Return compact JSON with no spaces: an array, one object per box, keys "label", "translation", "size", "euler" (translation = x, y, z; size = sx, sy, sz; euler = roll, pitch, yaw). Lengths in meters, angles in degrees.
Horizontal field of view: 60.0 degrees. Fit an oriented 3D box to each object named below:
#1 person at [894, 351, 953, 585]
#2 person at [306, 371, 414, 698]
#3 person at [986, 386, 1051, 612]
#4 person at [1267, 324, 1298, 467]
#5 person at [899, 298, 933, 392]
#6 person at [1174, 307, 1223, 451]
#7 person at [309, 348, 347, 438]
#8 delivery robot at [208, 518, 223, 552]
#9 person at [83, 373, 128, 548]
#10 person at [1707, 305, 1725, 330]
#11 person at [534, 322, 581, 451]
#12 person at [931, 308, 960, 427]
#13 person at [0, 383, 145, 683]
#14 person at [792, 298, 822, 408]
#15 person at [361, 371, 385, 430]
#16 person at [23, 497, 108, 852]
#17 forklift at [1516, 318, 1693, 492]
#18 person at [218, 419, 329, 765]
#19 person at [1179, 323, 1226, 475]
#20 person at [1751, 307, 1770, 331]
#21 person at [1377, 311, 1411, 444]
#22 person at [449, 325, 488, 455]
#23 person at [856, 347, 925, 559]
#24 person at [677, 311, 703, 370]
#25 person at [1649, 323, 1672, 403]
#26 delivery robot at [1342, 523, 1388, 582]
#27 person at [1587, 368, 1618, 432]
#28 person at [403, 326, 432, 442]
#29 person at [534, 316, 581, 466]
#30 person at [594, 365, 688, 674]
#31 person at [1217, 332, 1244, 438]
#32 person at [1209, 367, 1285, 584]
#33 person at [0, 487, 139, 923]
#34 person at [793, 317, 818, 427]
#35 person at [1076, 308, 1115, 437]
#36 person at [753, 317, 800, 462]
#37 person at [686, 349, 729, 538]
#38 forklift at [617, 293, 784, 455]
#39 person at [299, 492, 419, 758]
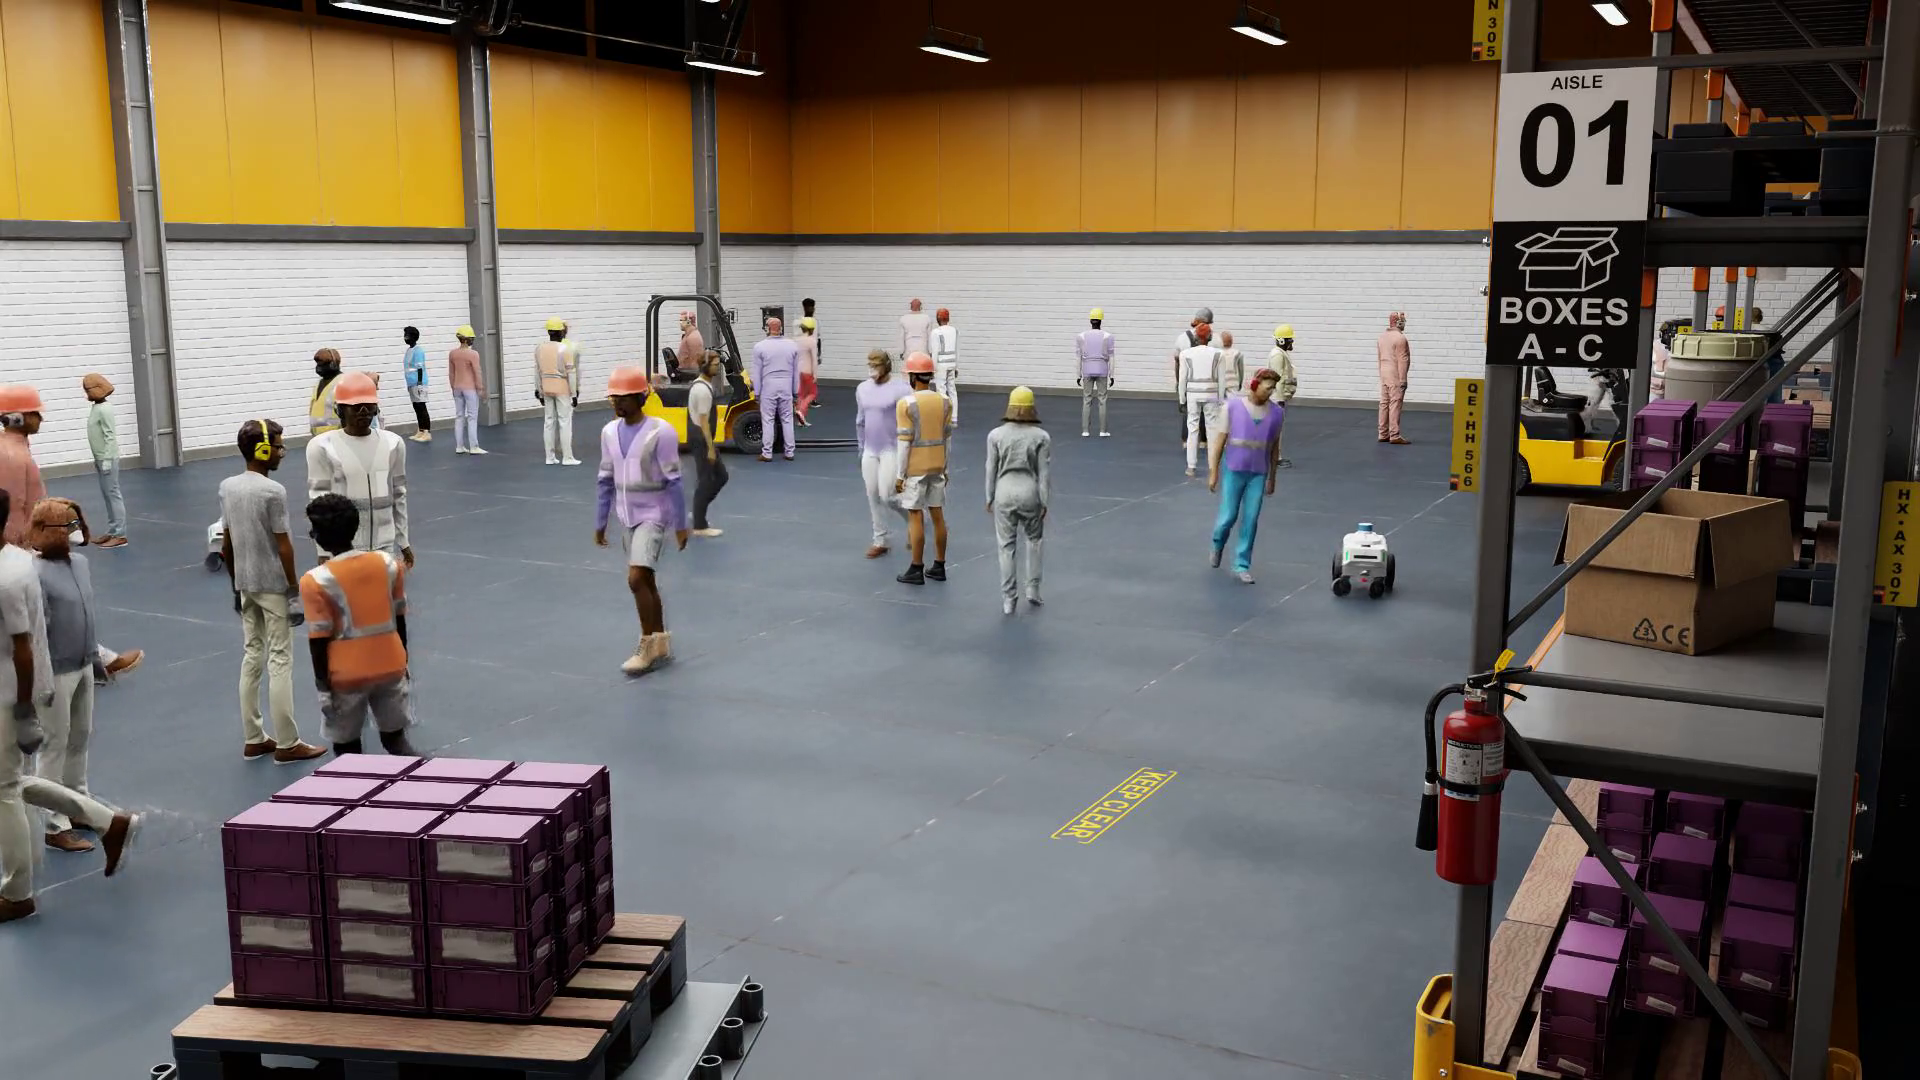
[{"label":"person","translation":[-0.319,-0.597,13.823],"size":[0.542,1.940,0.355],"euler":[-8,12,-38]},{"label":"person","translation":[-3.589,0.007,10.026],"size":[0.605,2.045,0.388],"euler":[-9,13,-42]},{"label":"person","translation":[0.448,-0.317,12.836],"size":[0.505,1.725,0.566],"euler":[1,10,5]},{"label":"person","translation":[4.138,-1.857,21.425],"size":[0.404,1.835,0.587],"euler":[2,10,12]},{"label":"person","translation":[-0.804,-3.497,30.705],"size":[0.639,1.910,0.407],"euler":[0,10,2]},{"label":"person","translation":[3.354,-2.264,23.184],"size":[0.725,2.000,0.655],"euler":[5,11,25]},{"label":"person","translation":[-6.073,-0.945,16.147],"size":[0.626,1.841,0.429],"euler":[9,14,44]},{"label":"delivery robot","translation":[-6.313,-0.081,14.568],"size":[0.477,0.478,0.707],"euler":[-1,10,-7]},{"label":"person","translation":[-8.010,-0.744,15.559],"size":[0.284,1.633,0.499],"euler":[-7,12,-37]},{"label":"person","translation":[11.753,-2.656,25.758],"size":[0.362,1.936,0.542],"euler":[-5,11,-28]},{"label":"person","translation":[-5.615,-2.152,23.255],"size":[0.652,1.793,0.931],"euler":[-4,11,-21]},{"label":"person","translation":[-0.244,-2.705,26.189],"size":[0.584,1.882,0.337],"euler":[-9,13,-43]},{"label":"person","translation":[-5.772,-0.009,10.407],"size":[1.019,1.938,0.611],"euler":[-8,12,-38]},{"label":"person","translation":[-2.694,-3.306,29.481],"size":[0.606,1.956,0.400],"euler":[-8,13,-40]},{"label":"person","translation":[-5.602,-0.780,15.756],"size":[0.311,1.639,0.512],"euler":[-6,12,-32]},{"label":"person","translation":[-4.134,0.611,7.713],"size":[0.279,1.634,0.498],"euler":[0,10,1]},{"label":"forklift","translation":[7.066,-1.601,18.899],"size":[2.313,2.155,1.214],"euler":[5,11,27]},{"label":"person","translation":[-3.735,0.283,8.974],"size":[0.517,1.857,0.328],"euler":[5,11,27]},{"label":"person","translation":[2.988,-1.732,20.550],"size":[0.575,1.886,0.360],"euler":[1,10,9]},{"label":"person","translation":[11.968,-2.552,25.154],"size":[0.630,1.938,0.373],"euler":[2,10,11]},{"label":"person","translation":[6.280,-2.337,23.993],"size":[0.407,1.909,0.638],"euler":[-3,10,-17]},{"label":"person","translation":[-6.722,-2.045,22.712],"size":[0.533,1.767,0.326],"euler":[5,11,26]},{"label":"person","translation":[-0.638,-0.786,14.995],"size":[0.628,1.923,0.529],"euler":[8,13,39]},{"label":"person","translation":[-3.922,-2.369,24.176],"size":[0.399,1.909,0.642],"euler":[-2,10,-11]},{"label":"person","translation":[9.349,-1.975,22.082],"size":[0.636,1.842,0.429],"euler":[3,10,14]},{"label":"delivery robot","translation":[3.281,0.107,13.480],"size":[0.477,0.478,0.707],"euler":[2,10,12]},{"label":"person","translation":[9.981,-2.516,25.373],"size":[0.914,1.785,0.594],"euler":[3,10,18]},{"label":"person","translation":[-7.937,-2.276,24.261],"size":[0.320,1.692,0.530],"euler":[-7,12,-35]},{"label":"person","translation":[-5.204,-1.915,21.482],"size":[0.587,1.930,0.356],"euler":[3,10,19]},{"label":"person","translation":[-2.139,-0.127,10.852],"size":[0.645,2.018,0.693],"euler":[7,12,35]},{"label":"person","translation":[3.893,-2.236,24.331],"size":[0.501,1.582,0.904],"euler":[2,10,9]},{"label":"person","translation":[2.376,-0.557,13.972],"size":[0.658,1.806,0.602],"euler":[-2,10,-11]},{"label":"person","translation":[-3.846,0.649,6.895],"size":[0.648,1.845,0.542],"euler":[-6,11,-29]},{"label":"person","translation":[-2.447,-2.632,26.157],"size":[0.545,1.748,0.482],"euler":[7,12,35]},{"label":"person","translation":[2.018,-2.488,24.807],"size":[0.588,1.927,0.369],"euler":[2,10,11]},{"label":"person","translation":[-2.433,-1.981,21.961],"size":[0.645,1.899,0.401],"euler":[-5,11,-26]},{"label":"person","translation":[-2.425,-0.921,16.005],"size":[0.412,1.829,0.549],"euler":[-1,10,-7]},{"label":"forklift","translation":[-3.588,-2.317,23.042],"size":[2.313,2.155,1.214],"euler":[-1,10,-5]},{"label":"person","translation":[-2.656,0.621,7.525],"size":[0.557,1.672,0.549],"euler":[7,12,34]}]
